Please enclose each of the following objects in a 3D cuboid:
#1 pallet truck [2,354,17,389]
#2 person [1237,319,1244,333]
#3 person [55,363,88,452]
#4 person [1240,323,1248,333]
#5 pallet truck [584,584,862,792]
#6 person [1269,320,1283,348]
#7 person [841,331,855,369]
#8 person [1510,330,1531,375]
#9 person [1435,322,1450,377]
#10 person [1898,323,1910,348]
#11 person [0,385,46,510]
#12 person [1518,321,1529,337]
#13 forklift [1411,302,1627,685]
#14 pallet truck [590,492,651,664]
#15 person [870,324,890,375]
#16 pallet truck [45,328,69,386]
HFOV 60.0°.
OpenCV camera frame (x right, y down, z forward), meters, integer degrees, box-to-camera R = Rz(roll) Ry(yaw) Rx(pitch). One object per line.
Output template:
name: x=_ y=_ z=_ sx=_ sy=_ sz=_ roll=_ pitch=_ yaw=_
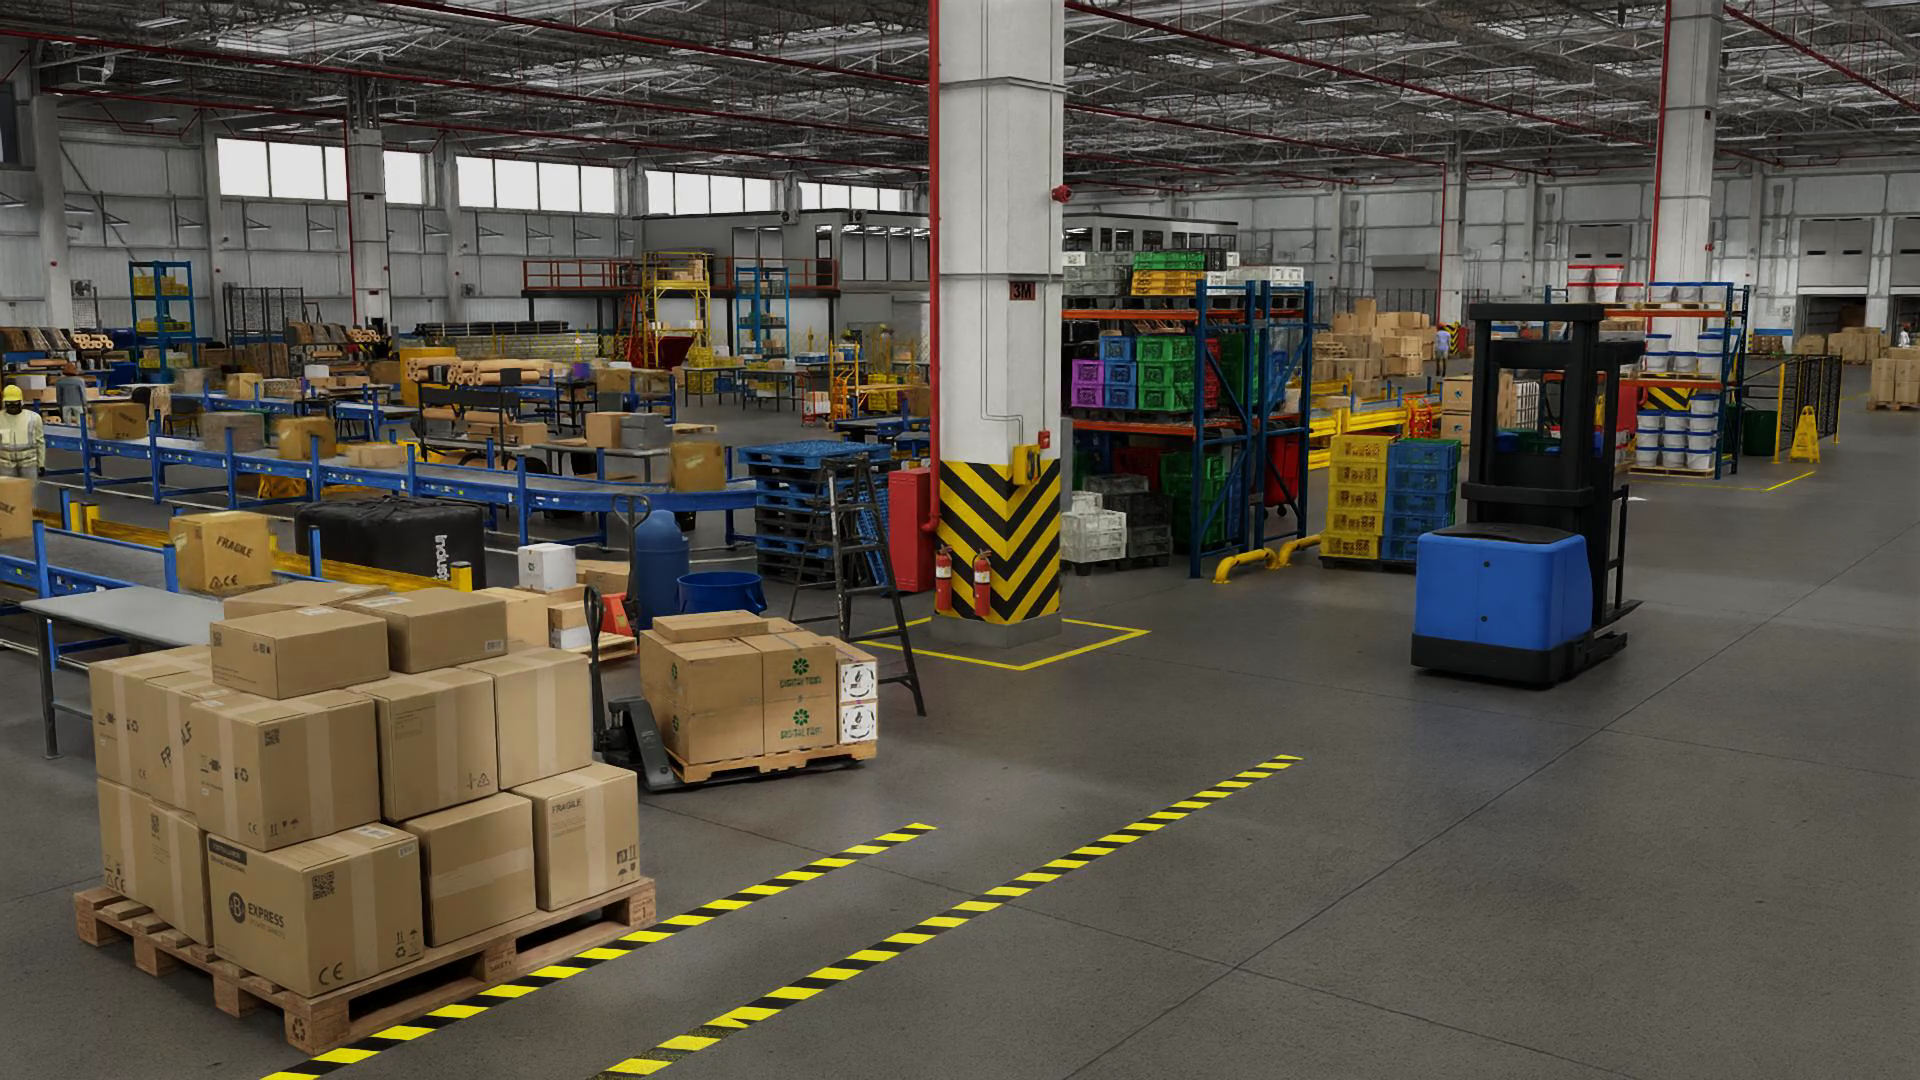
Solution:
pallet truck: x=-24.881 y=-4.417 z=42.634 sx=1.885 sy=1.965 sz=0.823 roll=8 pitch=11 yaw=41
person: x=11.611 y=-8.228 z=68.585 sx=0.389 sy=1.929 sz=0.542 roll=3 pitch=9 yaw=21
person: x=-16.244 y=-2.426 z=30.435 sx=0.498 sy=1.633 sz=0.284 roll=-2 pitch=9 yaw=-13
person: x=9.144 y=-6.028 z=53.709 sx=0.654 sy=1.935 sz=1.047 roll=0 pitch=8 yaw=0
pallet truck: x=-1.426 y=0.805 z=10.019 sx=1.601 sy=1.201 sz=0.680 roll=-4 pitch=9 yaw=-26
person: x=12.701 y=-7.964 z=67.095 sx=0.598 sy=1.831 sz=0.986 roll=4 pitch=9 yaw=23
person: x=-3.649 y=-5.885 z=53.595 sx=0.492 sy=1.687 sz=0.640 roll=-6 pitch=10 yaw=-36
person: x=13.657 y=-4.106 z=40.509 sx=0.535 sy=2.005 sz=0.642 roll=2 pitch=9 yaw=14
person: x=16.797 y=-6.642 z=57.969 sx=0.595 sy=1.892 sz=0.862 roll=0 pitch=8 yaw=2
person: x=32.255 y=-6.472 z=56.860 sx=0.353 sy=1.887 sz=0.573 roll=5 pitch=10 yaw=29
person: x=-11.112 y=-0.916 z=19.615 sx=0.591 sy=1.826 sz=0.403 roll=-4 pitch=9 yaw=-25
person: x=25.611 y=-9.208 z=75.536 sx=0.512 sy=1.811 sz=0.819 roll=1 pitch=8 yaw=5
forklift: x=4.379 y=-0.438 z=12.852 sx=1.129 sy=2.768 sz=1.873 roll=7 pitch=11 yaw=37
pallet truck: x=-3.115 y=0.344 z=12.883 sx=0.653 sy=1.274 sz=1.630 roll=7 pitch=11 yaw=37
person: x=-2.805 y=-6.746 z=59.038 sx=0.889 sy=1.793 sz=0.595 roll=8 pitch=11 yaw=42
pallet truck: x=-23.775 y=-4.544 z=43.495 sx=1.885 sy=1.965 sz=0.823 roll=6 pitch=10 yaw=35
